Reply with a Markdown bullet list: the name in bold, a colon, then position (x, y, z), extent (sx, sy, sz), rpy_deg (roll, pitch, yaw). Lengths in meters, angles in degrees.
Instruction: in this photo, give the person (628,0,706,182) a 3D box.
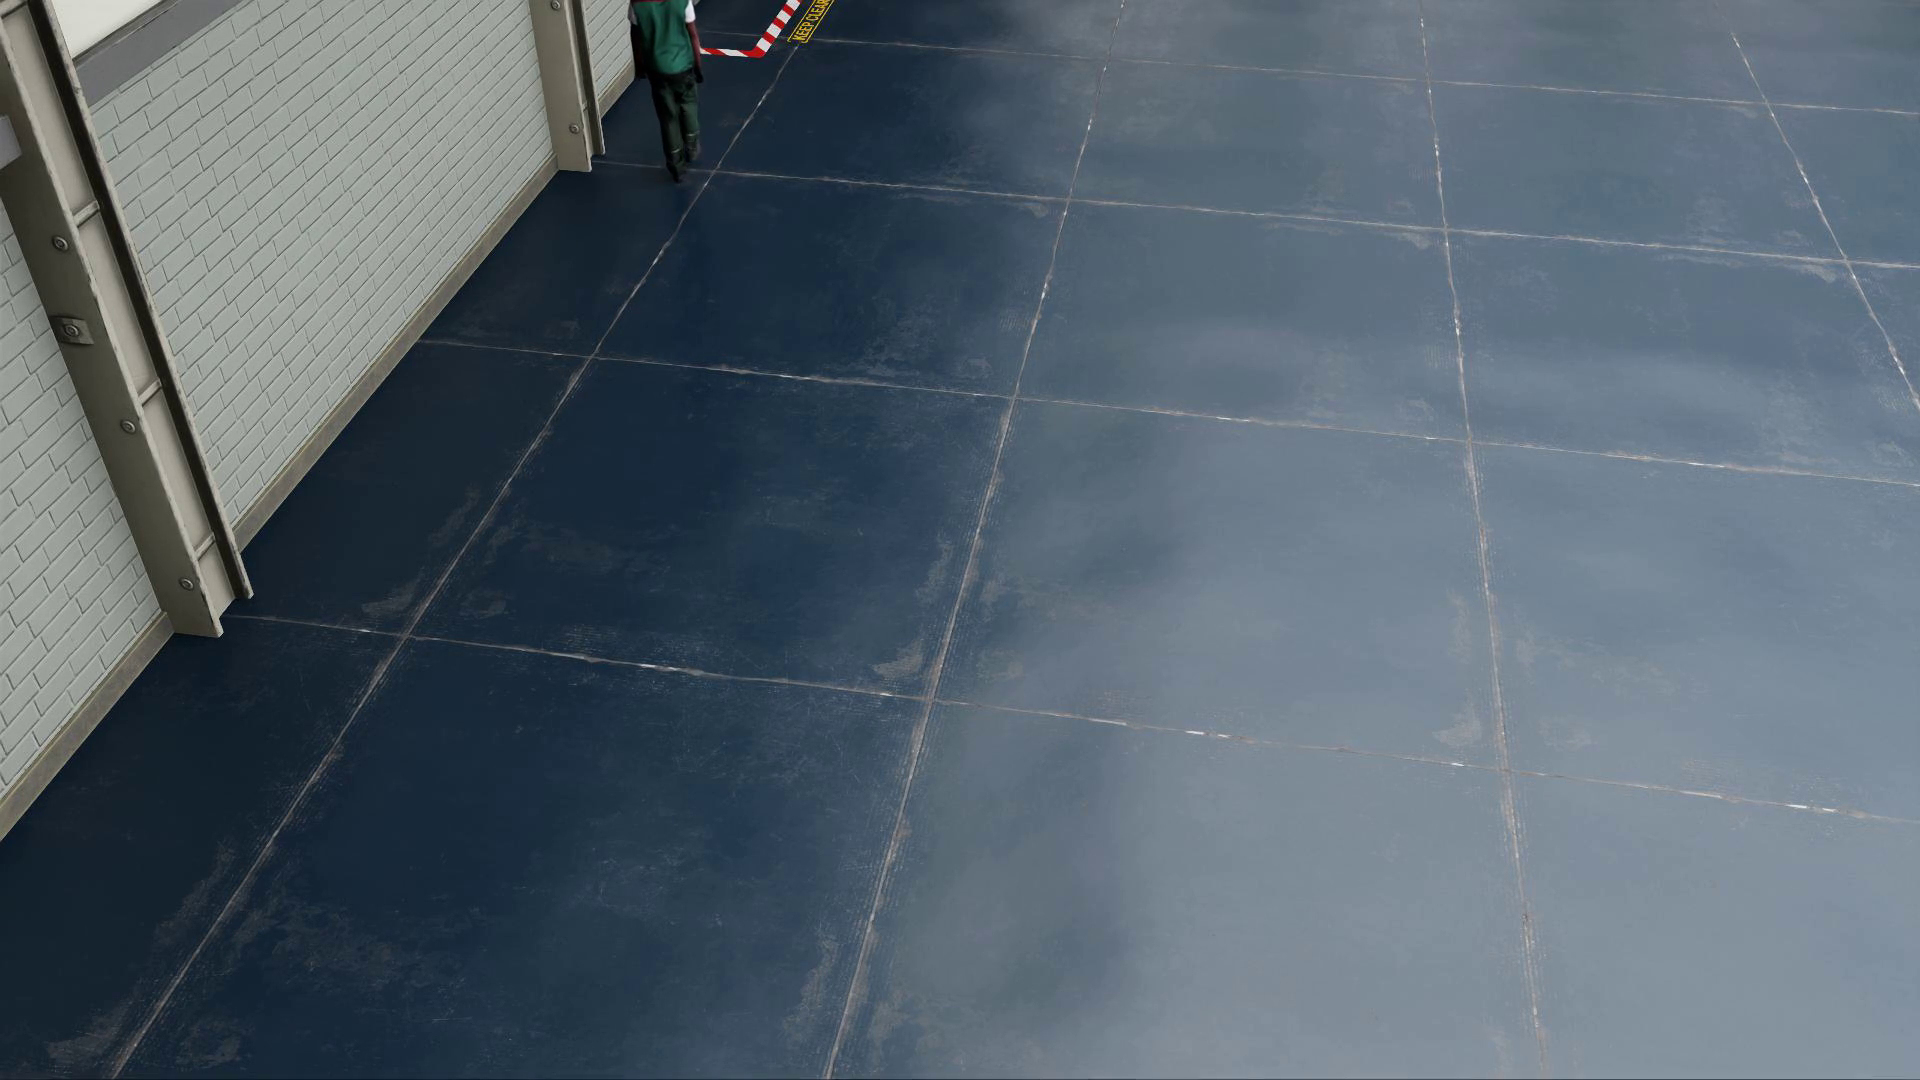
- **person**: position (-2.332, -3.751, 13.325), extent (0.841, 1.824, 0.925), rpy_deg (-4, 38, -5)
